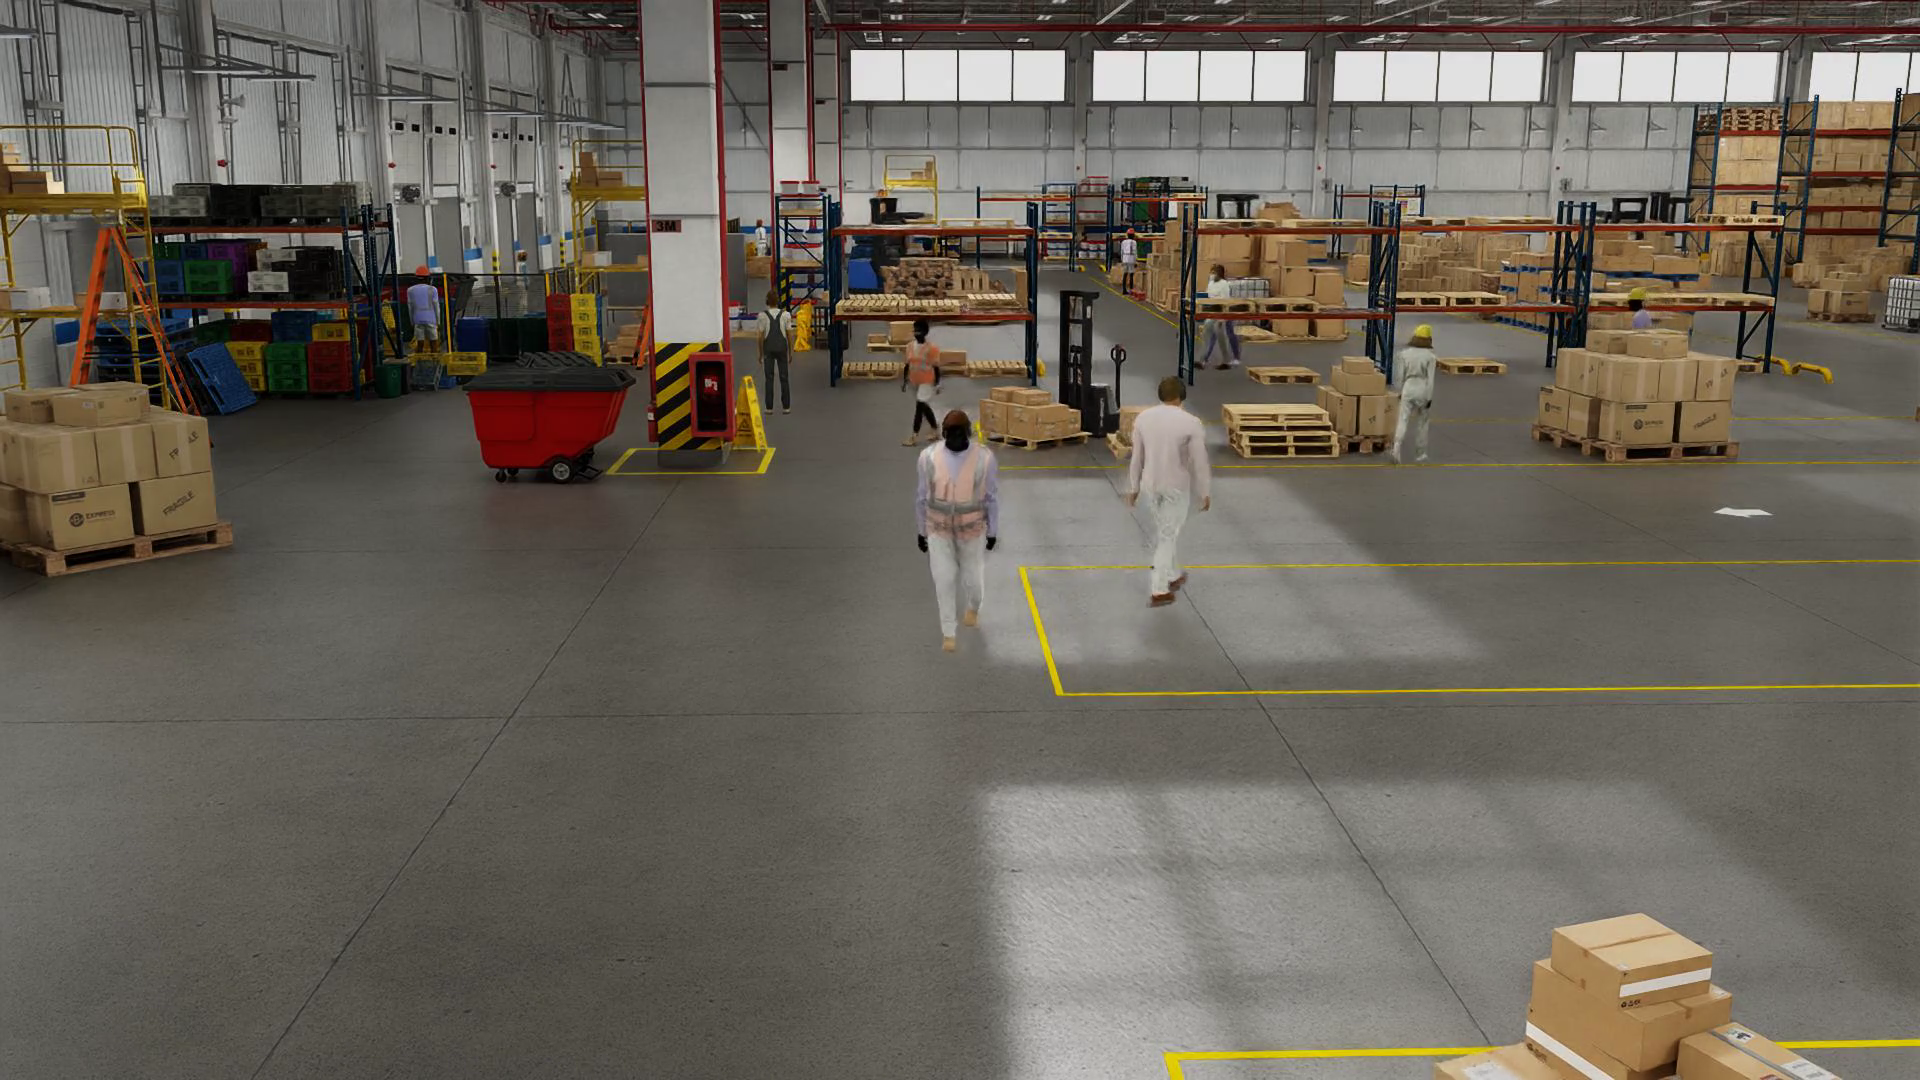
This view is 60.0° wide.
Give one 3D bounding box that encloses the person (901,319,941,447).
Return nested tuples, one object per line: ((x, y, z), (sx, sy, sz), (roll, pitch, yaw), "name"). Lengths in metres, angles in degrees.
((-0.495, -2.083, 21.918), (0.542, 1.655, 0.861), (10, 16, 39), "person")

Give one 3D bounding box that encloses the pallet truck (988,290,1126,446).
((1.257, -2.299, 22.111), (1.885, 1.965, 0.823), (-9, 15, -35), "pallet truck")

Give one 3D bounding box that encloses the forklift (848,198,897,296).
((-2.159, -8.229, 46.877), (1.873, 2.768, 1.129), (8, 15, 31), "forklift")

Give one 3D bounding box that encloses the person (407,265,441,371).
((-9.401, -3.849, 29.245), (0.544, 1.939, 0.354), (-1, 13, -4), "person")

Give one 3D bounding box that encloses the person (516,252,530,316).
((-10.706, -6.239, 40.745), (0.312, 1.633, 0.520), (-7, 14, -29), "person")

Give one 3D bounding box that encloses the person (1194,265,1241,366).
((4.818, -4.129, 30.699), (1.035, 1.850, 0.614), (-6, 14, -25), "person")

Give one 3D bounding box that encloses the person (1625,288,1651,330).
((9.922, -2.773, 24.534), (1.006, 1.872, 0.597), (7, 14, 30), "person")

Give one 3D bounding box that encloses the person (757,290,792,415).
((-2.729, -2.765, 24.568), (0.507, 1.844, 0.345), (-2, 13, -11), "person")

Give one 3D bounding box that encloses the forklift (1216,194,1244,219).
((9.027, -10.194, 55.748), (1.129, 2.768, 1.873), (-4, 13, -17), "forklift")

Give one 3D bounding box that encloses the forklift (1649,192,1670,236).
((25.261, -11.204, 60.308), (1.873, 2.768, 1.129), (0, 12, -2), "forklift")

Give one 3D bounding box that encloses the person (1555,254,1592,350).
((12.278, -4.729, 33.211), (0.575, 1.940, 0.645), (11, 16, 40), "person")

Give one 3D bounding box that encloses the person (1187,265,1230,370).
((4.573, -4.007, 30.036), (0.840, 1.902, 0.653), (-6, 14, -25), "person")

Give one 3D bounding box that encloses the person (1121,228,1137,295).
((4.954, -8.124, 48.567), (0.542, 1.929, 0.374), (11, 17, 41), "person")

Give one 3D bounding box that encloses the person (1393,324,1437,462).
((5.607, -1.806, 20.522), (0.494, 1.717, 0.728), (9, 15, 34), "person")

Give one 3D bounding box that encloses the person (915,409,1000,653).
((-0.022, -0.092, 12.546), (0.631, 1.826, 0.604), (1, 13, 4), "person")

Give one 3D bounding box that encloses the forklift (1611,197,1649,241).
((19.123, -8.413, 47.708), (1.129, 2.768, 1.873), (0, 12, -2), "forklift")

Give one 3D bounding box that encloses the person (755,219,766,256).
((-7.094, -10.452, 59.183), (0.358, 1.882, 0.574), (6, 14, 27), "person")

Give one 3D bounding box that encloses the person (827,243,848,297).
((-3.569, -7.798, 47.164), (0.970, 1.909, 0.635), (-11, 17, -41), "person")

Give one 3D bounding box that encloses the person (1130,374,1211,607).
((1.812, -0.435, 13.919), (0.664, 1.892, 0.940), (9, 15, 35), "person")
